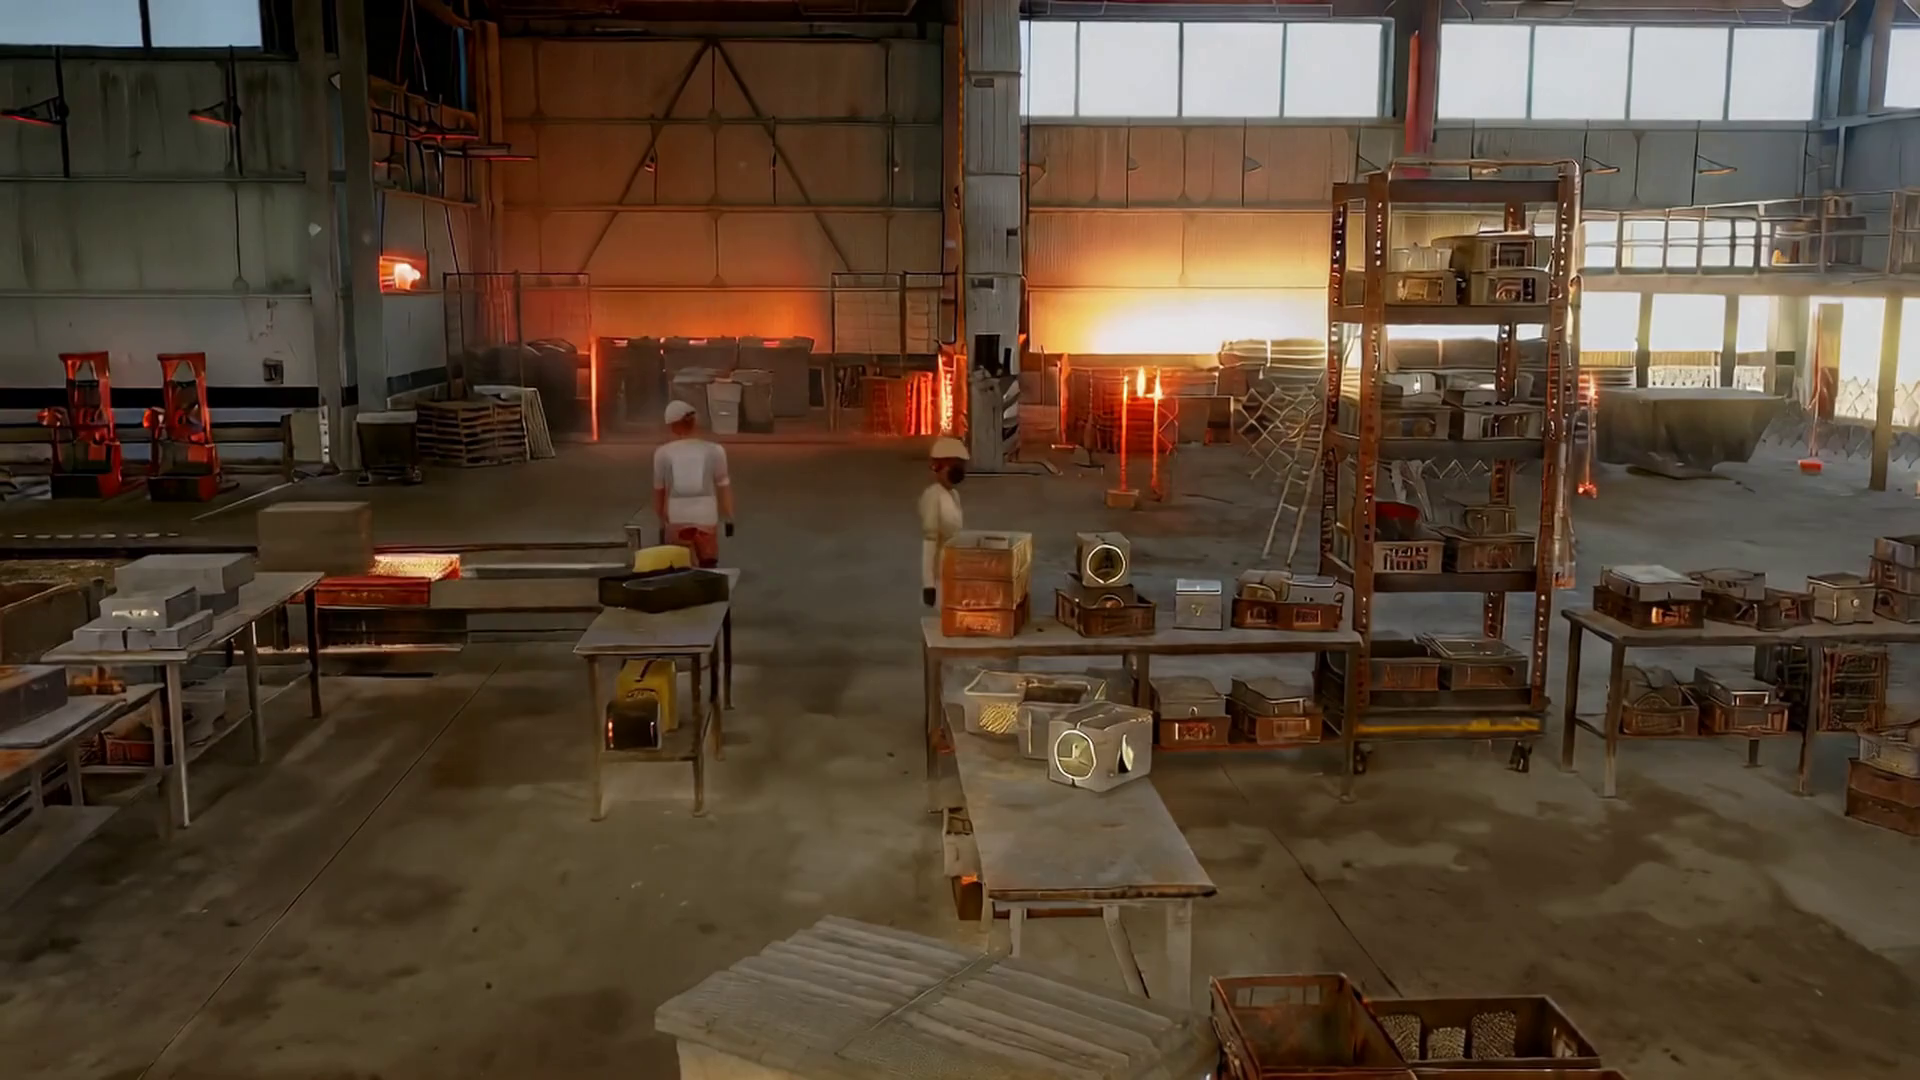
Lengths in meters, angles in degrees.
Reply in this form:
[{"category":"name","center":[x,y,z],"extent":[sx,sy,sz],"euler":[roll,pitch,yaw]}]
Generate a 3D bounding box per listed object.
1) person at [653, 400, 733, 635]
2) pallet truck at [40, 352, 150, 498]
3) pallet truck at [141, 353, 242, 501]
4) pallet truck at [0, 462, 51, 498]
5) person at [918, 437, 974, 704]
[{"category":"person","center":[-2.225,-0.167,13.878],"extent":[0.647,1.998,0.423],"euler":[0,9,3]},{"category":"pallet truck","center":[-11.907,-1.642,23.165],"extent":[0.823,1.965,1.885],"euler":[0,9,0]},{"category":"pallet truck","center":[-10.520,-1.604,22.925],"extent":[0.823,1.965,1.885],"euler":[-1,9,-6]},{"category":"pallet truck","center":[-13.193,-1.293,23.148],"extent":[0.653,1.274,1.630],"euler":[-1,9,-4]},{"category":"person","center":[0.022,0.252,11.566],"extent":[0.649,1.900,0.577],"euler":[3,10,20]}]
